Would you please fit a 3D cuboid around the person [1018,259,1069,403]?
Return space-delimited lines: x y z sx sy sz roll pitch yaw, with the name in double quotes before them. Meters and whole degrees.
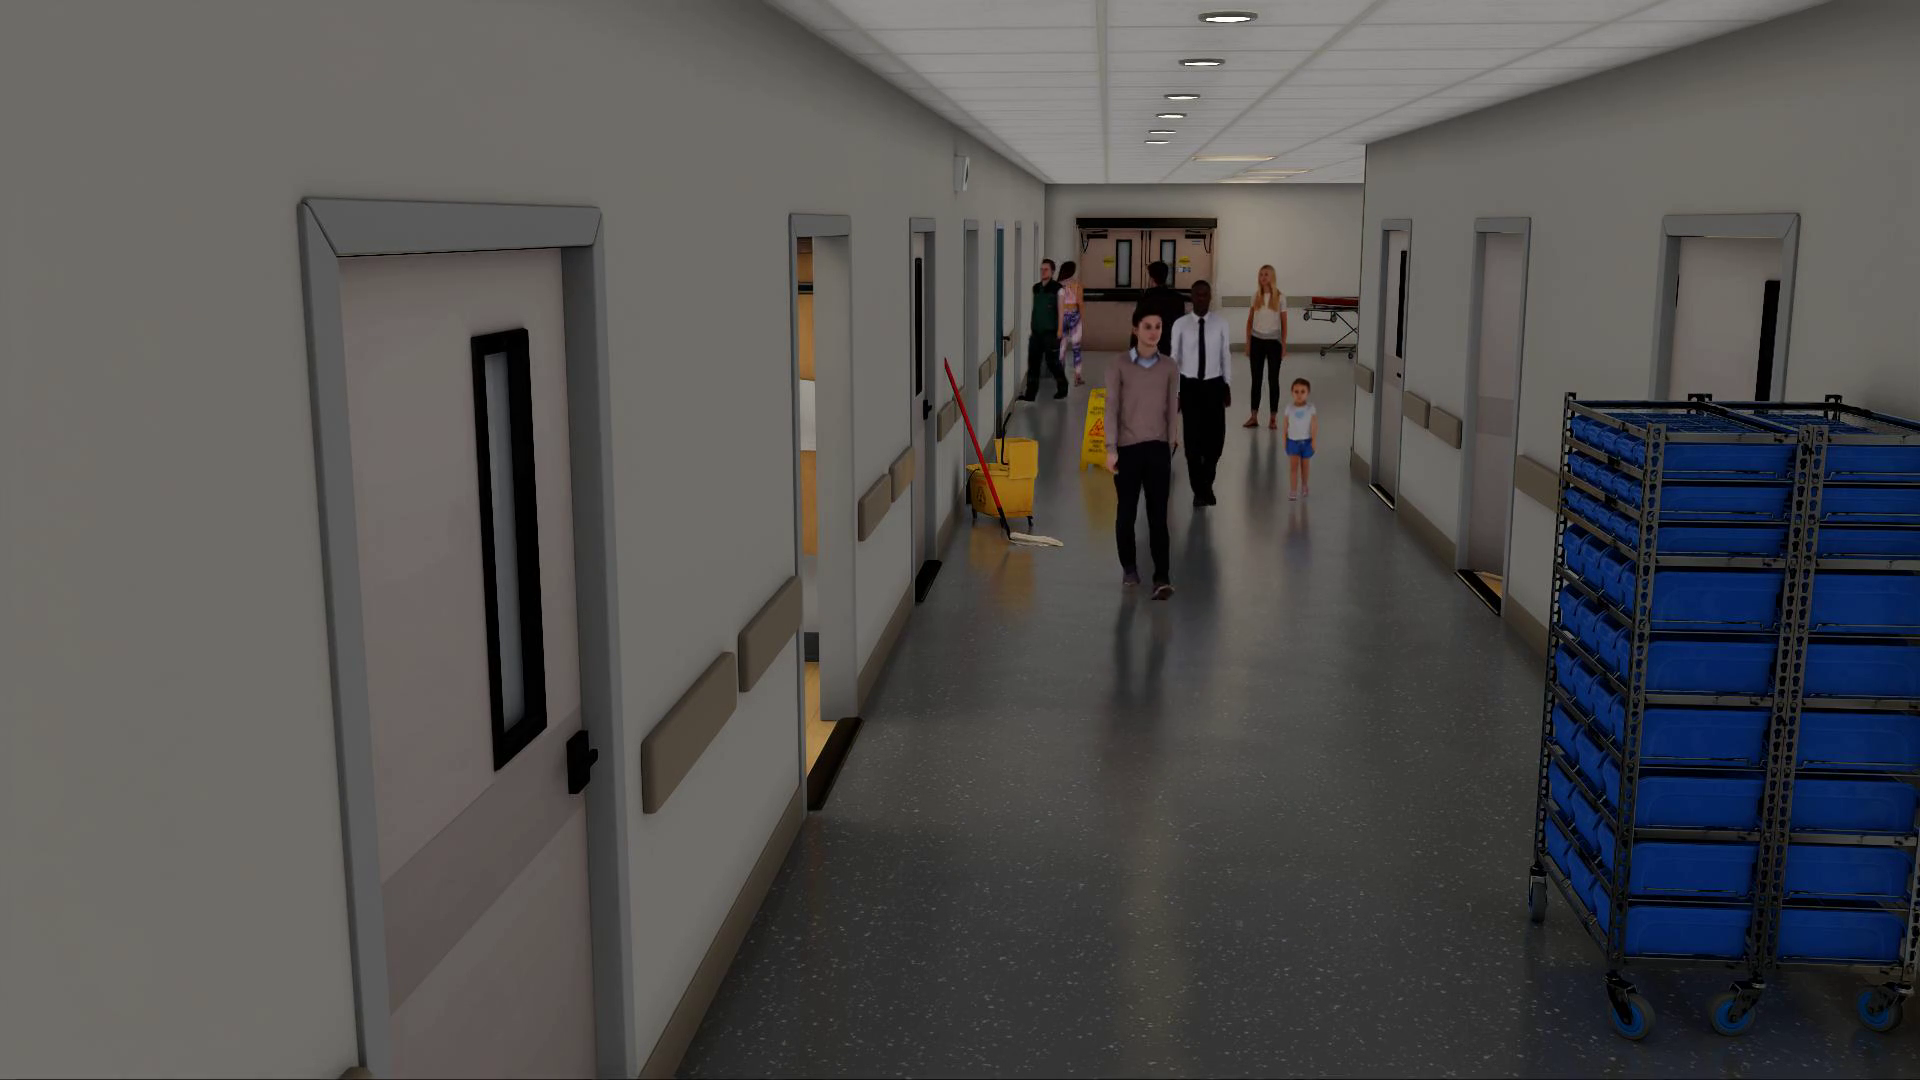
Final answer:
"person" 1.166 -2.642 21.390 1.024 1.743 1.153 9 14 40

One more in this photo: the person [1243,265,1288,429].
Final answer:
"person" 3.449 -2.174 18.712 0.678 1.825 0.646 5 12 25

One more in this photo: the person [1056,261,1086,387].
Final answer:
"person" 1.561 -3.086 23.675 0.610 1.766 0.564 2 11 10

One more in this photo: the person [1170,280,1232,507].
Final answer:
"person" 1.945 -1.181 13.497 0.650 1.819 0.668 1 11 5

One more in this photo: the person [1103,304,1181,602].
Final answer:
"person" 1.083 -0.528 10.222 0.745 1.757 1.198 -1 11 -3

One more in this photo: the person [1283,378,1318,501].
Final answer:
"person" 2.850 -0.836 13.874 0.508 1.000 0.768 3 11 15

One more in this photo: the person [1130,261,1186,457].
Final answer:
"person" 1.942 -1.698 16.037 0.969 1.888 1.328 -3 11 -14
